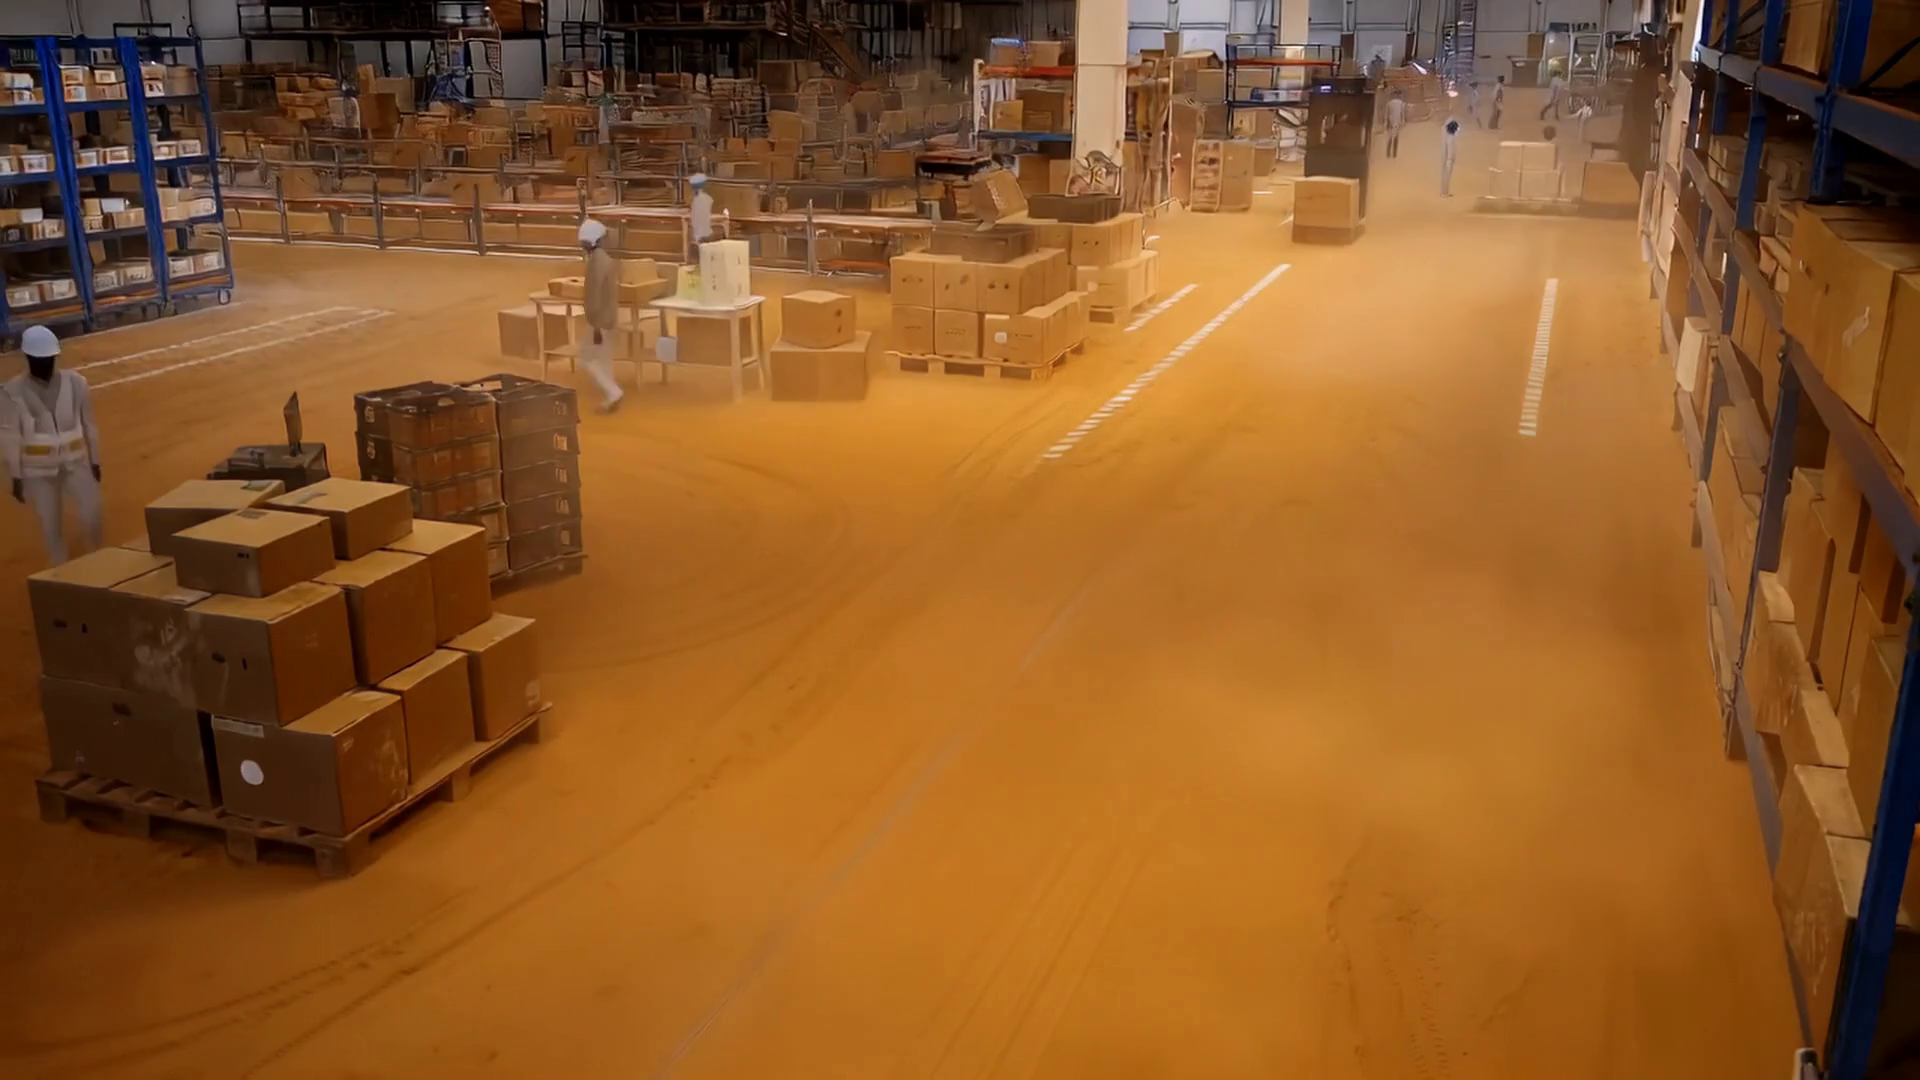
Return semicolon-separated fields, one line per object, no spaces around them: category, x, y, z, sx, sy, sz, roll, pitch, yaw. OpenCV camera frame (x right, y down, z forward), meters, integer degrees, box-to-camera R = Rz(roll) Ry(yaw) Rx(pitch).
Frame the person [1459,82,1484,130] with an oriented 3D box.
person;17.565;-14.835;56.882;0.513;1.596;0.874;-16;24;-41

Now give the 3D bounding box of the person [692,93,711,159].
person;-6.992;-11.105;44.786;0.596;1.811;0.706;7;19;20

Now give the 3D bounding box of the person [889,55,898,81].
person;-3.443;-24.208;86.133;0.493;1.704;0.840;-2;18;-5

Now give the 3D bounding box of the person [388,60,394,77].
person;-25.834;-20.767;75.169;0.900;1.810;0.521;5;18;15

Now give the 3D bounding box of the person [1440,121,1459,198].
person;10.658;-8.277;36.186;0.280;1.633;0.501;13;22;35

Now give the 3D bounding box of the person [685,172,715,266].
person;-3.726;-4.328;23.595;0.660;1.743;0.543;8;19;25

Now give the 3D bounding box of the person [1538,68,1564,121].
person;21.953;-16.507;61.554;0.871;1.940;0.612;4;18;14

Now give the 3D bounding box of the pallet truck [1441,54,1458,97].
pallet truck;22.765;-21.886;78.355;0.823;1.965;1.885;-4;18;-14

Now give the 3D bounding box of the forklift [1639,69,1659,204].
forklift;13.450;-7.876;32.901;1.873;2.768;1.129;6;19;19

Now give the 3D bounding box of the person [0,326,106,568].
person;-6.075;-0.477;11.193;0.629;1.922;0.648;-15;23;-39

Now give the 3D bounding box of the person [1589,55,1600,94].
person;30.659;-22.370;79.994;0.670;1.918;0.652;5;18;16

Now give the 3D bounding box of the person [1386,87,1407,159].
person;11.962;-11.421;45.602;0.553;1.920;0.432;8;19;24

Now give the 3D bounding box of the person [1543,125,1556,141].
person;12.319;-7.891;34.973;0.287;1.632;0.504;0;18;1

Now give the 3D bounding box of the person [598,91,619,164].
person;-9.325;-10.982;44.294;0.649;1.883;0.749;8;19;24

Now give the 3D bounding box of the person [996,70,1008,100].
person;1.668;-18.088;66.655;0.503;1.861;0.330;1;18;3

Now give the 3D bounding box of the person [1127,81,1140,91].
person;6.090;-15.667;59.018;0.635;1.873;0.700;-7;19;-21

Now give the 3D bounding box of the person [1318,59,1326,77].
person;17.066;-21.814;78.382;0.490;1.853;0.582;4;18;14

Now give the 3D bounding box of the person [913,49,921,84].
person;-2.391;-26.176;91.951;0.543;1.928;0.374;14;22;37

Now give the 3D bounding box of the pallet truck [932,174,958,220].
pallet truck;-0.507;-5.292;27.348;0.653;1.274;1.630;6;19;19

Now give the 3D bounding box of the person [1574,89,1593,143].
person;19.305;-13.160;51.570;0.518;1.601;0.808;4;18;11

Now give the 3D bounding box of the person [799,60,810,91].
person;-6.693;-19.533;71.182;0.854;1.859;0.620;14;23;38

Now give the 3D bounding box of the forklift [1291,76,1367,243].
forklift;6.598;-6.755;29.381;1.129;2.768;1.873;6;19;19

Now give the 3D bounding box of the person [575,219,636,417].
person;-3.532;-2.170;16.432;0.470;1.977;0.627;2;18;6

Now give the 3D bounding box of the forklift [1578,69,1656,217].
forklift;13.219;-7.740;32.475;1.873;2.768;1.129;6;19;18

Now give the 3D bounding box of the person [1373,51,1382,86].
person;21.687;-24.335;86.198;0.562;1.908;0.584;-2;18;-7

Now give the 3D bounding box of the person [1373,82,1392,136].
person;13.883;-14.061;54.247;0.952;1.714;0.523;-15;23;-39

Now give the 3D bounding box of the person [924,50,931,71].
person;-1.623;-26.066;91.748;0.624;1.840;0.923;-13;22;-36

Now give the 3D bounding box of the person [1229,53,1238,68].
person;14.167;-24.336;86.343;0.536;1.832;0.951;-7;19;-20

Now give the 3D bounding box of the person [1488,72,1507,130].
person;18.341;-14.927;56.621;0.586;1.914;0.557;8;19;23

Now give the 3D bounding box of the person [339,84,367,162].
person;-16.248;-11.128;44.477;0.605;2.045;0.379;9;20;25
